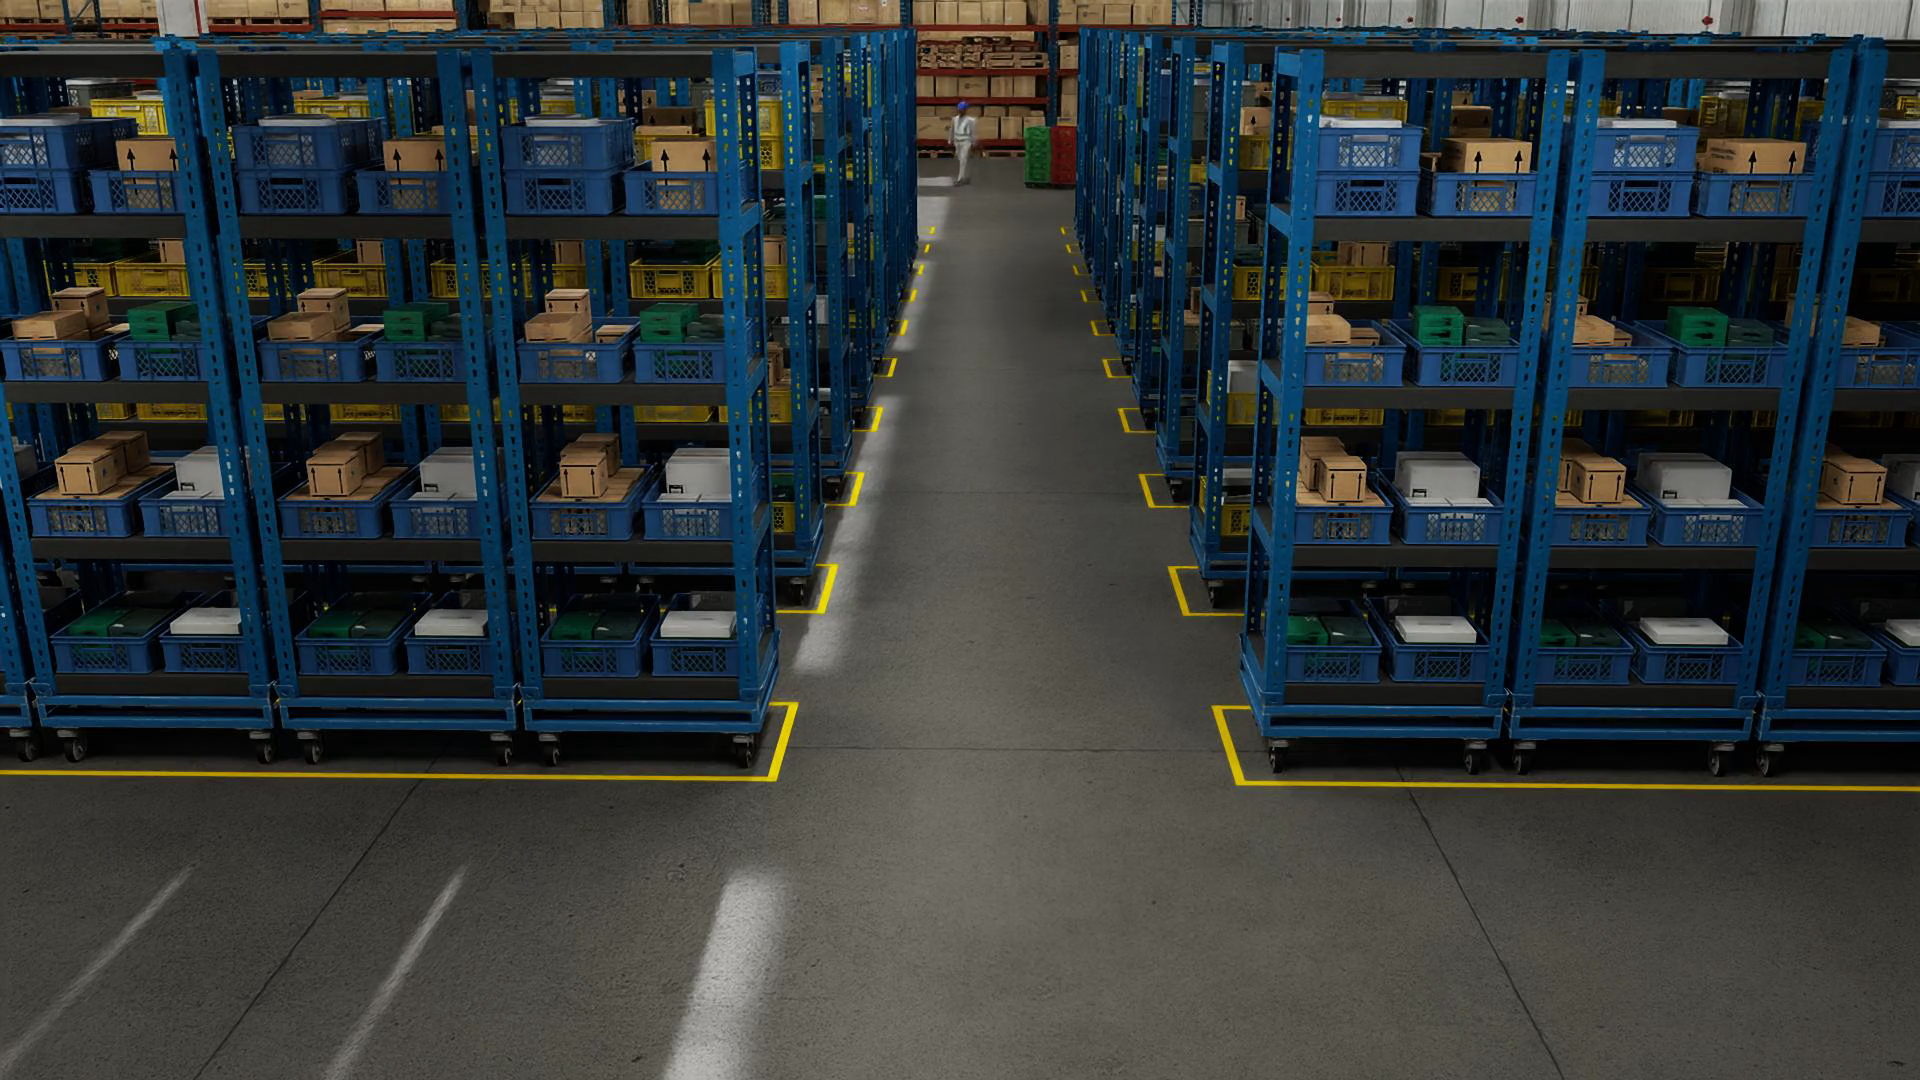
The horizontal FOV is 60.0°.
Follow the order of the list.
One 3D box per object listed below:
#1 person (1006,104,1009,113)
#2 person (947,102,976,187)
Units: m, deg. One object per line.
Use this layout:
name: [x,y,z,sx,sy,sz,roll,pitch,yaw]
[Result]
person: [1.669,-12.973,50.725,0.584,1.821,0.653,-2,18,-7]
person: [0.062,-9.133,38.375,0.608,1.902,1.011,11,20,30]
